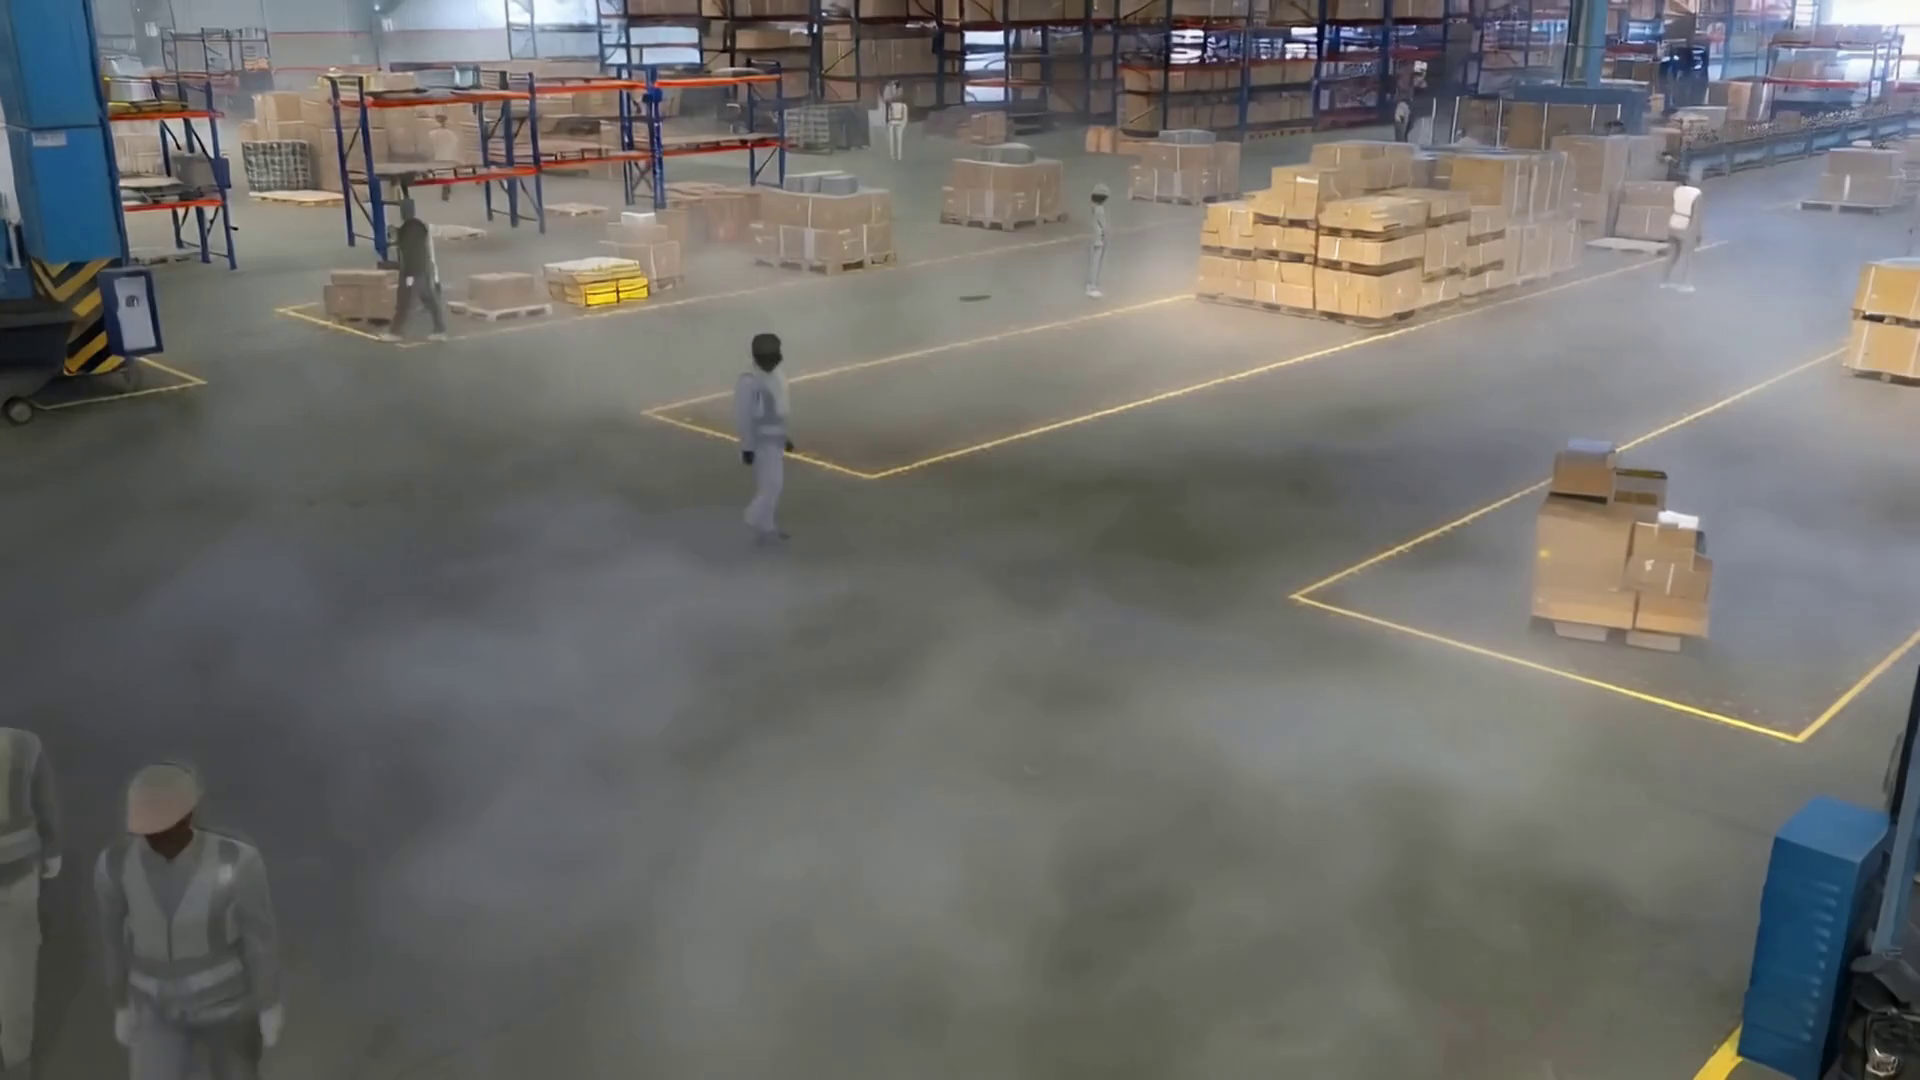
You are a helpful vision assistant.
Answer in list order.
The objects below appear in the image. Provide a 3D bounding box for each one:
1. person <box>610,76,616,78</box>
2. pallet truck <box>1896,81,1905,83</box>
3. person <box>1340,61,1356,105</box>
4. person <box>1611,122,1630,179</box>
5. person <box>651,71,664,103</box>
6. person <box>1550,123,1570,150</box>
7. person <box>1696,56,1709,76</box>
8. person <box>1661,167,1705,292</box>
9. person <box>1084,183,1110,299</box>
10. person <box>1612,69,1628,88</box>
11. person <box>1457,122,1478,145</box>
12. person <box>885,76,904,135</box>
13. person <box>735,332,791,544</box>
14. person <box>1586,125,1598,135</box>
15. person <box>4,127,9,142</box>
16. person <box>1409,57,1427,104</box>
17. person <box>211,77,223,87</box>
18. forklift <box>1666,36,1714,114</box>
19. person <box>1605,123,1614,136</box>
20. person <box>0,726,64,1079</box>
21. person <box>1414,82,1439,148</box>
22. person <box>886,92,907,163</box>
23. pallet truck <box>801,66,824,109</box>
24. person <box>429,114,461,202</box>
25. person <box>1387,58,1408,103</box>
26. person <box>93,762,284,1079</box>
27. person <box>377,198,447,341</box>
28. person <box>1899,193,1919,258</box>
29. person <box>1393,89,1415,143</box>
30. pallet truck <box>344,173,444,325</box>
[{"bbox_3d":[-11.942,-15.215,57.563,0.311,1.638,0.523,-15,24,-38],"label":"person"},{"bbox_3d":[34.802,-16.331,61.455,0.653,1.274,1.630,17,25,41],"label":"pallet truck"},{"bbox_3d":[15.640,-18.429,66.862,0.559,1.881,0.684,11,21,30],"label":"person"},{"bbox_3d":[13.589,-7.727,34.640,0.544,1.891,0.992,3,19,9],"label":"person"},{"bbox_3d":[-10.282,-14.965,56.391,0.587,1.911,0.398,7,20,21],"label":"person"},{"bbox_3d":[13.702,-8.688,37.958,0.512,1.605,0.731,0,18,1],"label":"person"},{"bbox_3d":[32.697,-20.468,73.294,0.541,1.700,0.315,7,19,19],"label":"person"},{"bbox_3d":[11.244,-4.827,25.843,0.406,1.911,0.656,-5,19,-14],"label":"person"},{"bbox_3d":[2.096,-4.538,25.249,0.337,1.734,0.480,5,19,15],"label":"person"},{"bbox_3d":[23.303,-15.740,58.913,0.623,1.779,0.930,12,22,32],"label":"person"},{"bbox_3d":[10.560,-7.796,34.863,0.548,1.859,0.385,-8,20,-24],"label":"person"},{"bbox_3d":[-2.096,-13.988,53.549,0.627,1.844,0.429,-7,20,-20],"label":"person"},{"bbox_3d":[-1.616,-0.835,13.934,0.443,1.830,0.654,6,19,18],"label":"person"},{"bbox_3d":[13.084,-7.760,34.838,0.528,1.816,1.022,-11,21,-30],"label":"person"},{"bbox_3d":[-23.795,-10.224,42.067,0.627,1.934,0.372,-14,23,-36],"label":"person"},{"bbox_3d":[18.808,-18.833,67.914,1.011,2.006,0.620,-15,24,-38],"label":"person"},{"bbox_3d":[-25.741,-15.242,57.710,0.504,1.593,0.842,0,18,0],"label":"person"},{"bbox_3d":[27.341,-17.291,61.877,1.129,2.768,1.873,17,25,41],"label":"forklift"},{"bbox_3d":[14.563,-8.560,37.473,0.913,1.643,0.544,16,24,39],"label":"person"},{"bbox_3d":[-4.250,1.397,7.264,0.637,1.798,0.915,-9,21,-26],"label":"person"},{"bbox_3d":[13.873,-12.540,49.063,0.987,1.935,0.654,-8,20,-22],"label":"person"},{"bbox_3d":[-1.719,-11.220,45.187,0.586,1.860,0.740,1,18,2],"label":"person"},{"bbox_3d":[-4.812,-15.182,56.903,0.823,1.965,1.885,-9,21,-26],"label":"pallet truck"},{"bbox_3d":[-11.426,-8.453,36.818,0.592,1.886,0.970,2,18,6],"label":"person"},{"bbox_3d":[17.621,-18.448,66.962,0.995,1.850,0.665,-7,20,-21],"label":"person"},{"bbox_3d":[-2.820,1.697,6.139,0.633,1.935,0.438,-2,19,-7],"label":"person"},{"bbox_3d":[-7.324,-3.579,22.108,0.911,1.888,0.644,3,19,9],"label":"person"},{"bbox_3d":[15.677,-5.099,26.922,0.536,1.722,0.883,-16,24,-40],"label":"person"},{"bbox_3d":[11.627,-10.784,43.585,0.536,2.000,0.688,2,18,6],"label":"person"},{"bbox_3d":[-8.209,-4.181,23.757,0.823,1.965,1.885,3,19,9],"label":"pallet truck"}]
